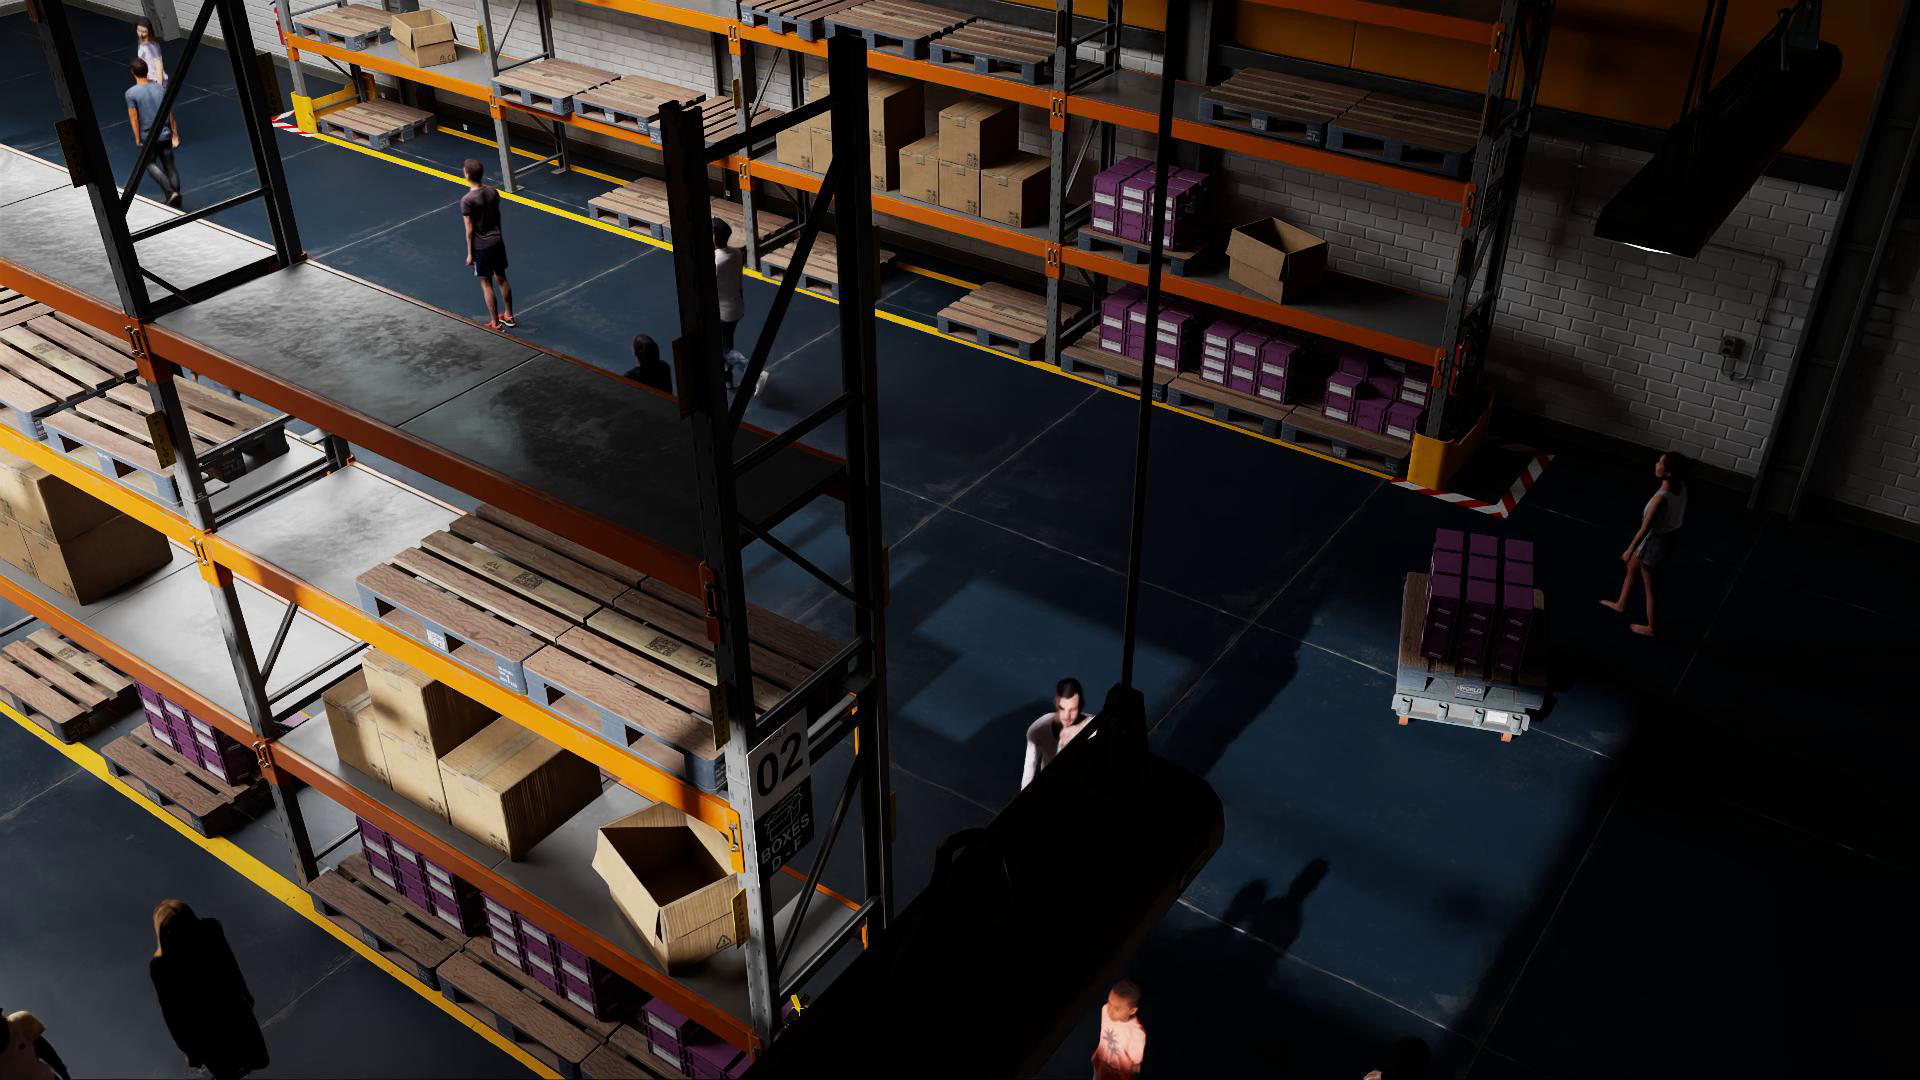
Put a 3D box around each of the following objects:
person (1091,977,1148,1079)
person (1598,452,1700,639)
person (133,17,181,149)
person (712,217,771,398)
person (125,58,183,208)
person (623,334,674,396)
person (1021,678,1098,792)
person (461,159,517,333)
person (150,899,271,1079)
[{"bbox_3d":[0.905,2.796,8.854,0.712,1.294,0.884,-25,41,-32],"label":"person"},{"bbox_3d":[5.396,0.065,12.699,0.799,1.587,0.630,26,42,34],"label":"person"},{"bbox_3d":[-10.459,-5.958,21.654,0.841,1.704,0.510,-23,40,-30],"label":"person"},{"bbox_3d":[-2.182,-2.184,15.891,1.082,1.798,0.750,16,37,22],"label":"person"},{"bbox_3d":[-9.554,-4.809,19.838,0.734,1.801,0.719,26,42,34],"label":"person"},{"bbox_3d":[-2.614,-0.973,14.132,0.665,1.729,0.656,-26,41,-33],"label":"person"},{"bbox_3d":[0.650,1.534,10.291,1.193,1.805,1.087,5,34,7],"label":"person"},{"bbox_3d":[-4.860,-3.018,17.097,0.563,1.853,0.656,18,37,25],"label":"person"},{"bbox_3d":[-3.993,2.529,8.772,0.778,1.831,0.692,15,36,21],"label":"person"}]
